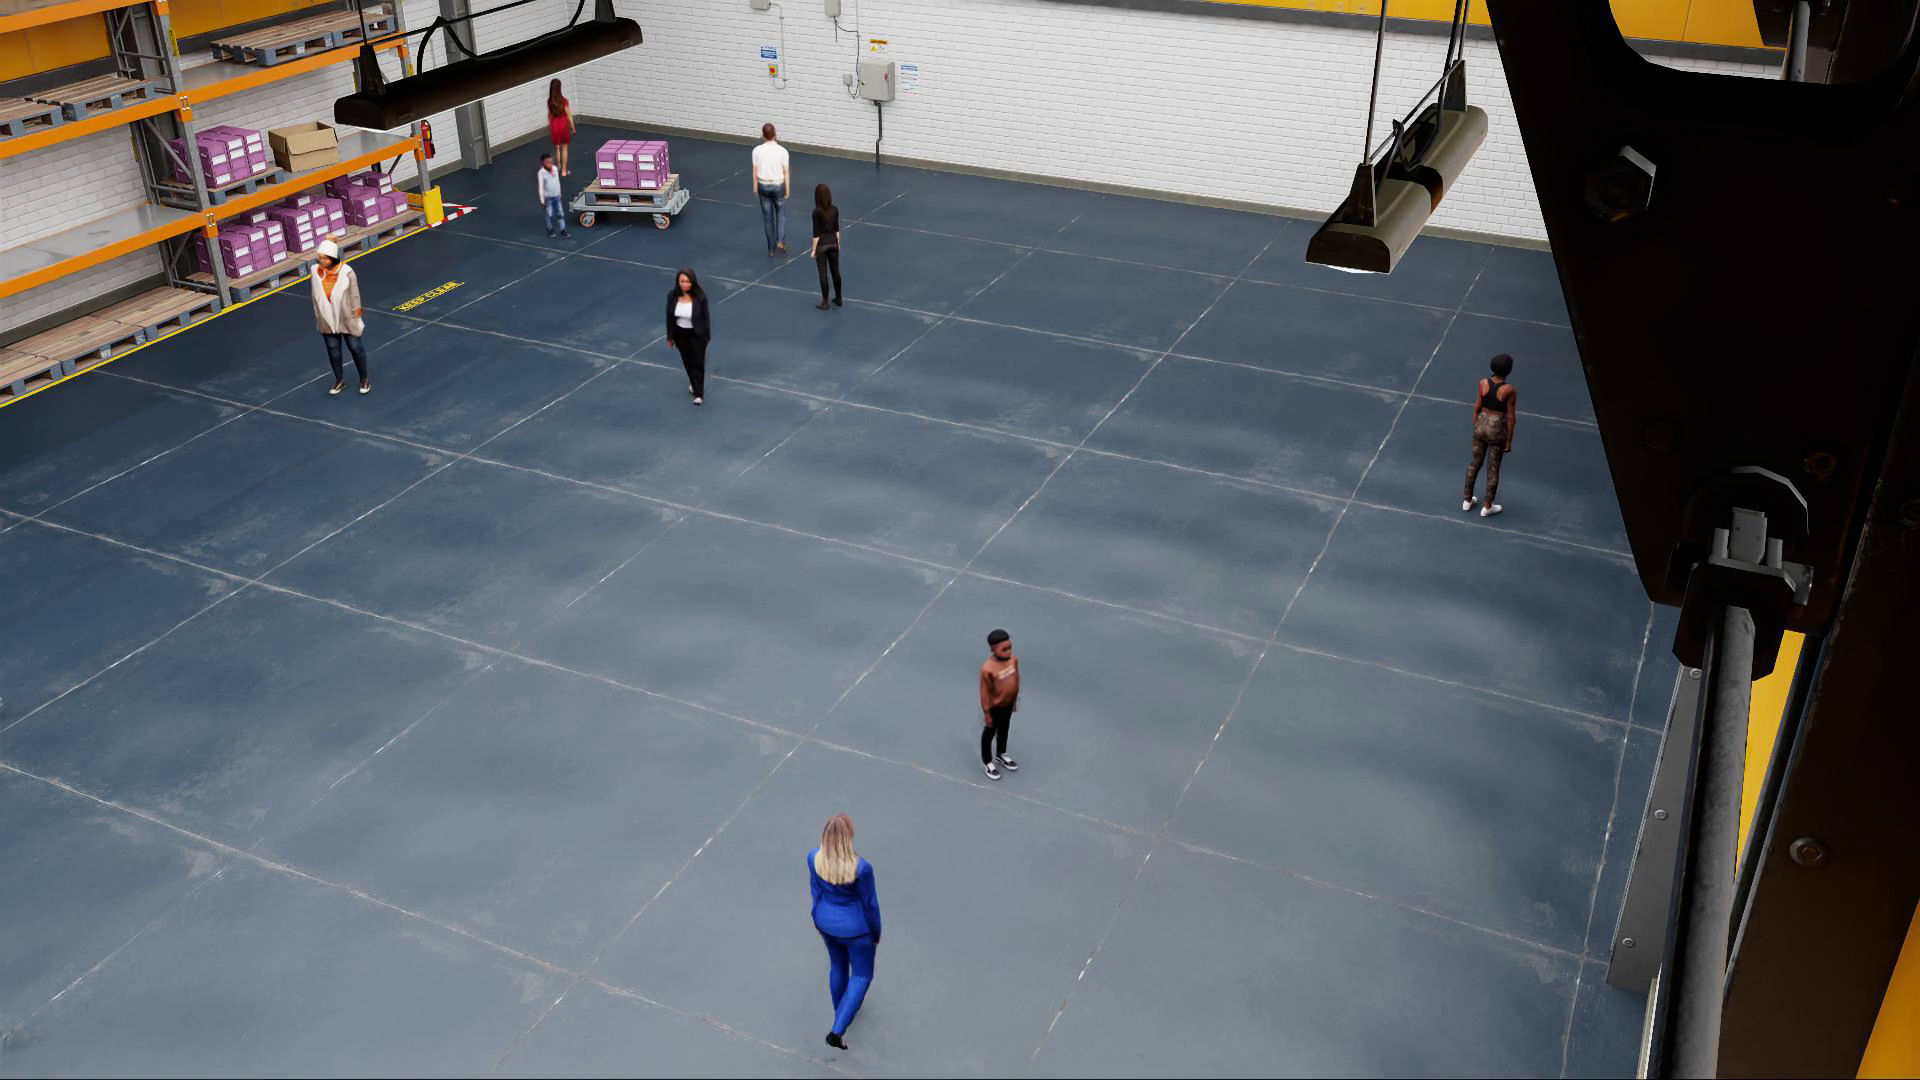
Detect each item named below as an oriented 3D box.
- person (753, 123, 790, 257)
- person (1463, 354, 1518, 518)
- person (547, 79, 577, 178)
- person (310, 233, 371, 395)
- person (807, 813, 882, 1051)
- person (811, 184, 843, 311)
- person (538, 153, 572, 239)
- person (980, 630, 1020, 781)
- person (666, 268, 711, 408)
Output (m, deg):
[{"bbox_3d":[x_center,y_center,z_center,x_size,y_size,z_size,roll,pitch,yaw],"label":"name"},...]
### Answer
[{"bbox_3d":[-2.657,-4.896,23.386,0.809,1.835,0.841,-3,29,-6],"label":"person"},{"bbox_3d":[5.259,-1.057,16.489,0.643,1.700,0.622,24,37,37],"label":"person"},{"bbox_3d":[-6.493,-6.649,26.912,0.629,1.538,0.706,6,29,11],"label":"person"},{"bbox_3d":[-7.138,-2.608,19.127,0.809,1.898,0.828,-1,29,-2],"label":"person"},{"bbox_3d":[-0.748,2.419,10.131,0.604,1.687,0.830,12,31,22],"label":"person"},{"bbox_3d":[-1.732,-3.815,21.608,0.599,1.640,0.724,-20,35,-33],"label":"person"},{"bbox_3d":[-5.989,-5.036,24.267,0.797,1.237,0.798,-17,33,-29],"label":"person"},{"bbox_3d":[0.292,1.231,12.762,0.529,1.253,0.642,-21,35,-33],"label":"person"},{"bbox_3d":[-3.084,-2.359,19.014,0.900,1.570,1.162,1,29,2],"label":"person"}]
